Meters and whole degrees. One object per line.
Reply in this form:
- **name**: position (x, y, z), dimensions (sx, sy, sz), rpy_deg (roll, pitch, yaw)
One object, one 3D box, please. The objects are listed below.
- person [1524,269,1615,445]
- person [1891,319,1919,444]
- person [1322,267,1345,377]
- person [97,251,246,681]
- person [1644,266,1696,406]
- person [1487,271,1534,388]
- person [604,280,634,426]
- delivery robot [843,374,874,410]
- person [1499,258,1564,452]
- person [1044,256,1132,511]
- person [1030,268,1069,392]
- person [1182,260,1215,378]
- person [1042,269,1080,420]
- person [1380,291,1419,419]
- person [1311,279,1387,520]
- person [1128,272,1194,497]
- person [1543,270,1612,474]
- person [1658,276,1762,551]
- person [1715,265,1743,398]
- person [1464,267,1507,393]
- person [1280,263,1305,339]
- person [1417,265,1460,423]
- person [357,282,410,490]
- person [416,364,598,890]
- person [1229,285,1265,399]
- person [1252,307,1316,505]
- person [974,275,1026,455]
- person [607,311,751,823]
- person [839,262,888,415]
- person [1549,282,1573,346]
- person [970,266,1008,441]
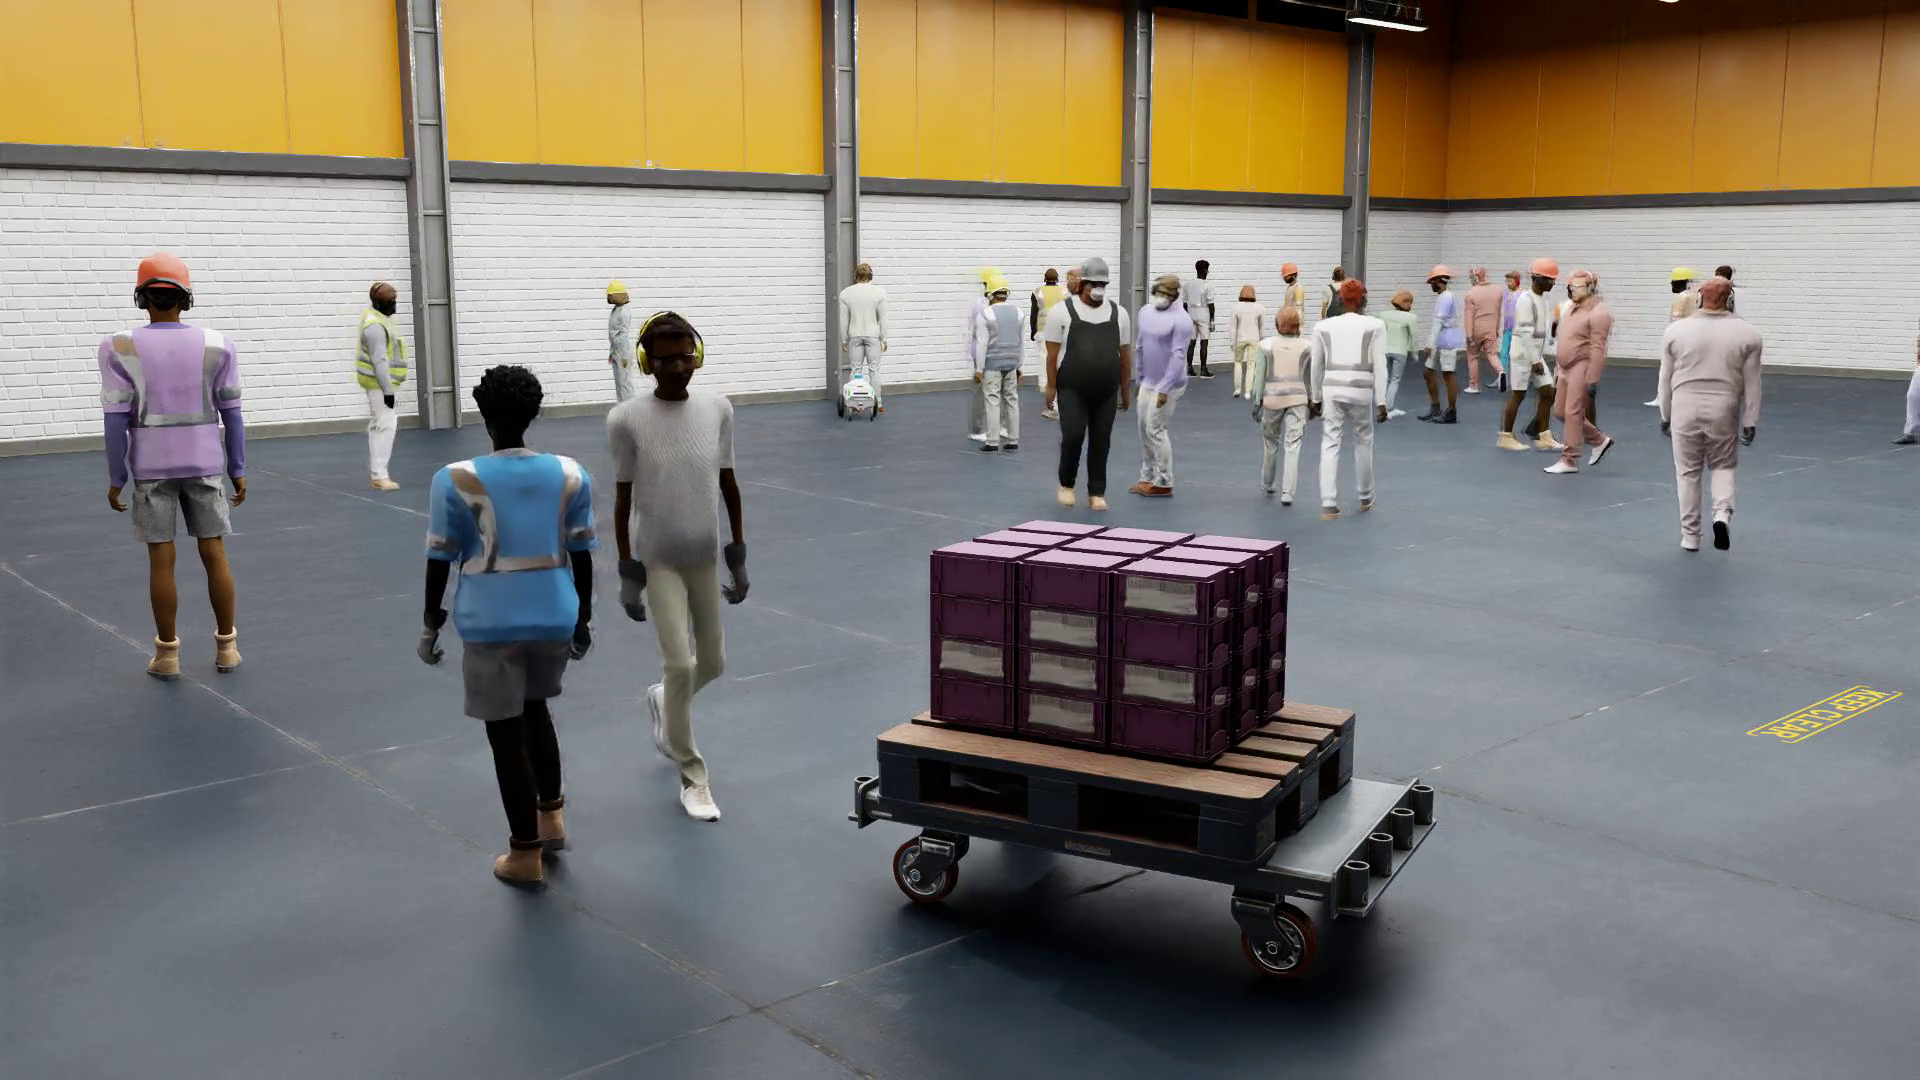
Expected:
- **person**: position (6.602, -1.979, 17.981), dimensions (0.533, 1.891, 0.957), rpy_deg (-8, 13, -40)
- **person**: position (10.309, -1.856, 17.659), dimensions (0.712, 1.739, 0.540), rpy_deg (-4, 10, -22)
- **person**: position (6.255, -3.599, 27.580), dimensions (0.514, 1.844, 0.328), rpy_deg (3, 10, 17)
- **person**: position (-3.760, -0.350, 7.981), dimensions (0.616, 2.041, 0.382), rpy_deg (-6, 12, -33)
- **person**: position (9.707, -2.699, 22.202), dimensions (0.888, 1.895, 0.589), rpy_deg (6, 12, 33)
- **person**: position (8.549, -3.208, 25.442), dimensions (0.808, 1.810, 0.620), rpy_deg (-3, 10, -17)
- **person**: position (-4.030, -2.187, 19.638), dimensions (0.317, 1.741, 0.486), rpy_deg (-5, 11, -26)
- **delivery robot**: position (-1.261, -1.821, 20.671), dimensions (0.477, 0.478, 0.707), rpy_deg (-1, 10, -8)
- **person**: position (5.933, -1.876, 17.057), dimensions (0.801, 2.002, 0.621), rpy_deg (9, 13, 43)
- **person**: position (1.037, -1.235, 13.168), dimensions (0.702, 2.000, 0.537), rpy_deg (-2, 10, -13)
- **person**: position (1.352, -3.117, 24.770), dimensions (0.634, 1.842, 0.429), rpy_deg (-1, 10, -5)
- **person**: position (3.981, -3.664, 27.609), dimensions (0.613, 1.963, 0.361), rpy_deg (9, 13, 42)
- **person**: position (1.341, -2.382, 20.415), dimensions (0.854, 1.852, 0.612), rpy_deg (-9, 13, -43)
- **person**: position (5.418, -2.293, 20.696), dimensions (0.705, 1.587, 0.557), rpy_deg (-9, 13, -44)
- **person**: position (3.054, -1.108, 13.014), dimensions (0.637, 1.838, 0.938), rpy_deg (5, 11, 25)
- **person**: position (1.682, -1.282, 13.896), dimensions (0.421, 1.893, 0.666), rpy_deg (-5, 11, -28)
- **person**: position (5.796, -1.558, 15.482), dimensions (0.640, 1.890, 0.661), rpy_deg (-1, 10, -5)
- **person**: position (5.088, -0.843, 11.338), dimensions (0.642, 1.888, 0.484), rpy_deg (4, 10, 21)
- **person**: position (10.730, -2.885, 23.255), dimensions (0.646, 1.903, 0.599), rpy_deg (3, 10, 17)
- **person**: position (7.649, -3.045, 24.259), dimensions (0.669, 1.867, 0.828), rpy_deg (-2, 10, -12)
- **person**: position (5.283, -3.421, 26.346), dimensions (0.512, 1.909, 0.619), rpy_deg (-1, 10, -6)
- **person**: position (5.783, -2.354, 20.111), dimensions (0.588, 1.902, 0.584), rpy_deg (1, 10, 8)
- **person**: position (-5.025, -1.344, 14.539), dimensions (0.434, 1.810, 0.769), rpy_deg (-3, 10, -16)
- **person**: position (-1.453, 0.276, 5.374), dimensions (0.541, 1.676, 0.475), rpy_deg (-9, 13, -42)
- **person**: position (4.092, -2.828, 23.748), dimensions (0.505, 1.611, 0.622), rpy_deg (1, 10, 6)
- **person**: position (2.681, -1.115, 13.738), dimensions (0.542, 1.591, 0.864), rpy_deg (1, 10, 7)
- **person**: position (0.393, -1.789, 17.029), dimensions (0.600, 1.827, 0.404), rpy_deg (-6, 12, -33)
- **person**: position (-1.056, 0.069, 6.180), dimensions (0.530, 1.836, 0.758), rpy_deg (-6, 12, -33)
- **person**: position (-1.220, -2.558, 21.215), dimensions (0.627, 1.941, 0.370), rpy_deg (1, 10, 6)
- **person**: position (8.834, -2.915, 24.135), dimensions (0.543, 1.645, 0.891), rpy_deg (0, 10, -3)
- **person**: position (0.381, -2.013, 18.106), dimensions (0.645, 1.905, 0.628), rpy_deg (4, 11, 24)
